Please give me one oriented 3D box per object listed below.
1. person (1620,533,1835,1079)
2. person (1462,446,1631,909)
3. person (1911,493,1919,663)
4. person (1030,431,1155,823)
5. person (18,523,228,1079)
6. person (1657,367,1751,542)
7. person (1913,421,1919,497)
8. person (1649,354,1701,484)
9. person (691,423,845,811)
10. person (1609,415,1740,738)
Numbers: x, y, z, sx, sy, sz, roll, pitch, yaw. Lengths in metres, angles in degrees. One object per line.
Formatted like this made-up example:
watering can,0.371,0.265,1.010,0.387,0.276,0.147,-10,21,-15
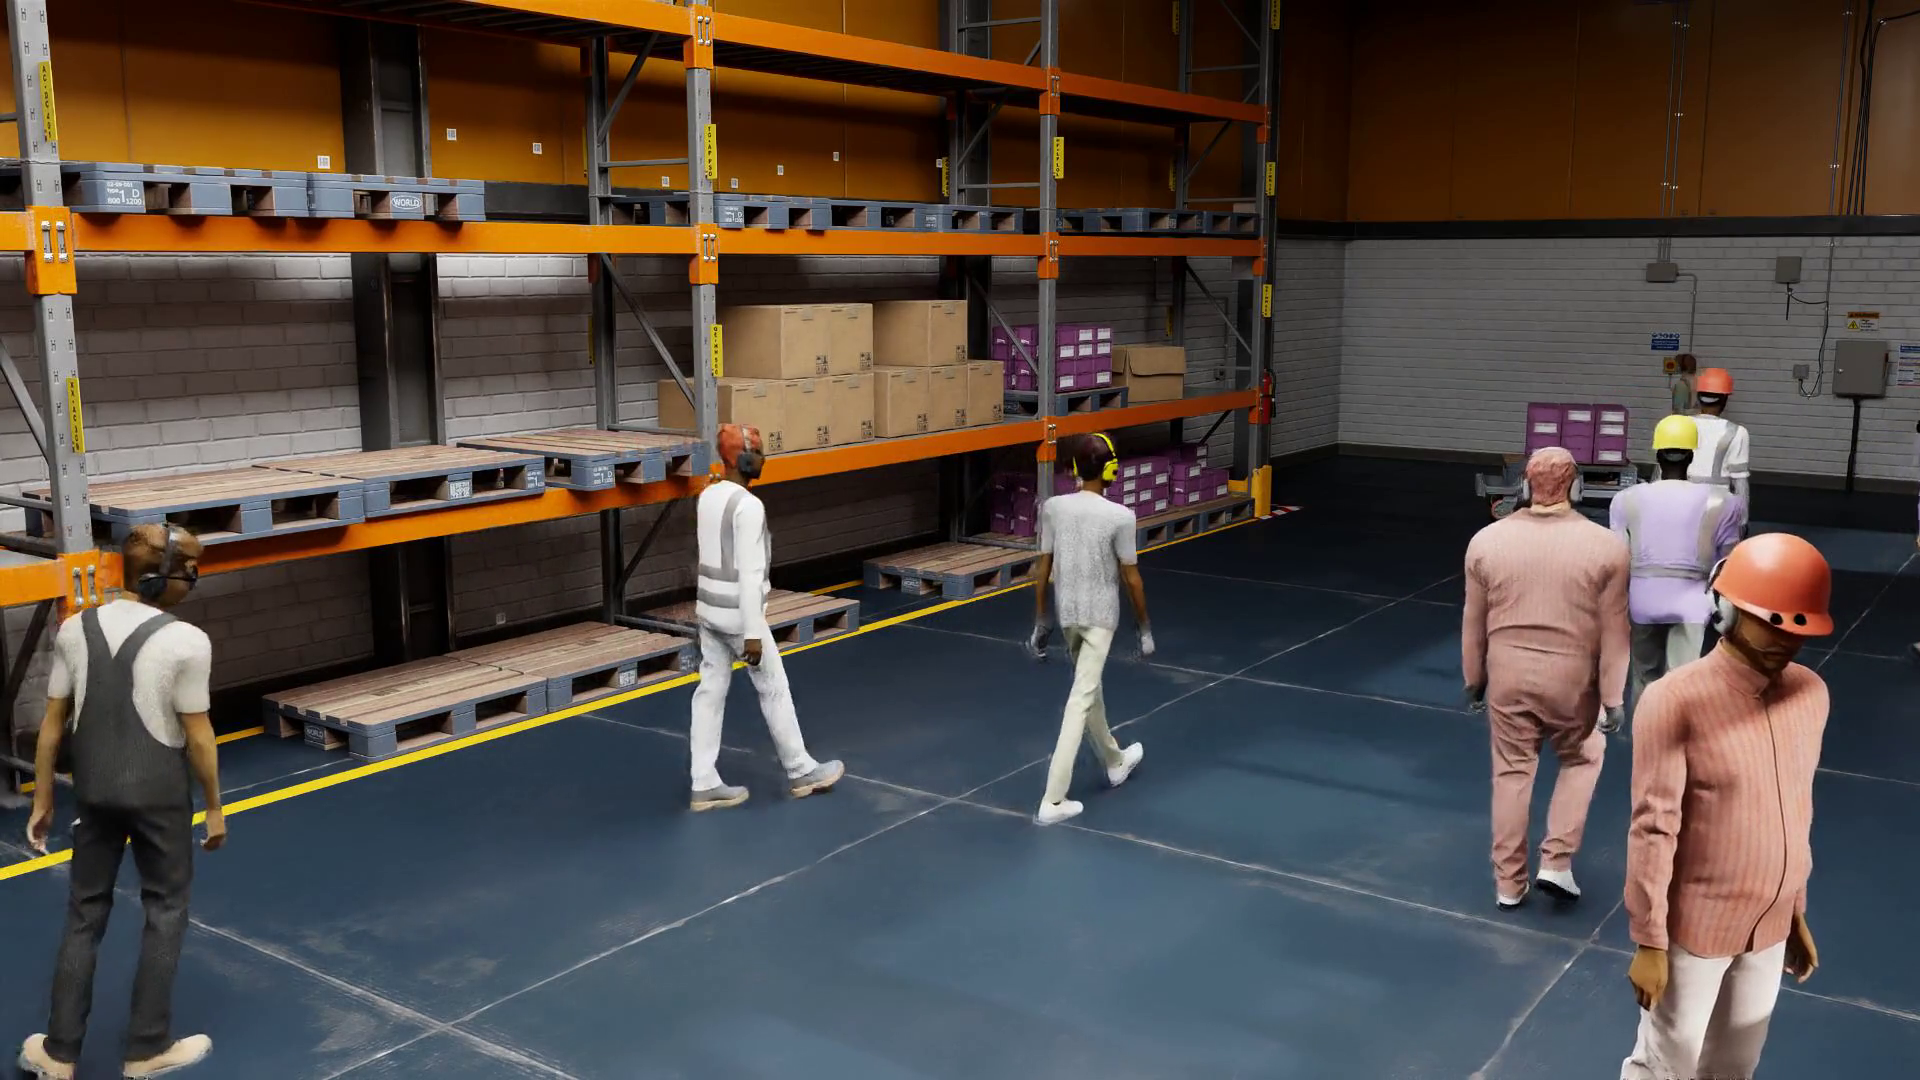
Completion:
person,1.913,0.954,4.131,0.612,1.981,0.409,-5,11,-25
person,2.361,0.565,6.729,0.670,1.887,0.452,6,11,32
person,6.236,-0.060,10.385,0.619,1.915,0.670,-4,10,-23
person,0.685,0.392,7.959,0.540,1.813,0.977,8,12,38
person,-2.697,0.849,5.305,0.679,1.800,0.443,0,10,3
person,5.061,-0.210,11.259,0.581,1.911,0.774,9,13,44
person,10.619,-1.365,17.974,0.634,1.992,0.579,-4,10,-24
person,8.166,-1.291,18.670,0.523,1.595,0.870,-8,12,-38
person,-0.958,0.361,8.040,0.869,1.850,0.606,-7,12,-36
person,3.507,0.323,8.221,0.594,1.873,1.002,5,11,29
